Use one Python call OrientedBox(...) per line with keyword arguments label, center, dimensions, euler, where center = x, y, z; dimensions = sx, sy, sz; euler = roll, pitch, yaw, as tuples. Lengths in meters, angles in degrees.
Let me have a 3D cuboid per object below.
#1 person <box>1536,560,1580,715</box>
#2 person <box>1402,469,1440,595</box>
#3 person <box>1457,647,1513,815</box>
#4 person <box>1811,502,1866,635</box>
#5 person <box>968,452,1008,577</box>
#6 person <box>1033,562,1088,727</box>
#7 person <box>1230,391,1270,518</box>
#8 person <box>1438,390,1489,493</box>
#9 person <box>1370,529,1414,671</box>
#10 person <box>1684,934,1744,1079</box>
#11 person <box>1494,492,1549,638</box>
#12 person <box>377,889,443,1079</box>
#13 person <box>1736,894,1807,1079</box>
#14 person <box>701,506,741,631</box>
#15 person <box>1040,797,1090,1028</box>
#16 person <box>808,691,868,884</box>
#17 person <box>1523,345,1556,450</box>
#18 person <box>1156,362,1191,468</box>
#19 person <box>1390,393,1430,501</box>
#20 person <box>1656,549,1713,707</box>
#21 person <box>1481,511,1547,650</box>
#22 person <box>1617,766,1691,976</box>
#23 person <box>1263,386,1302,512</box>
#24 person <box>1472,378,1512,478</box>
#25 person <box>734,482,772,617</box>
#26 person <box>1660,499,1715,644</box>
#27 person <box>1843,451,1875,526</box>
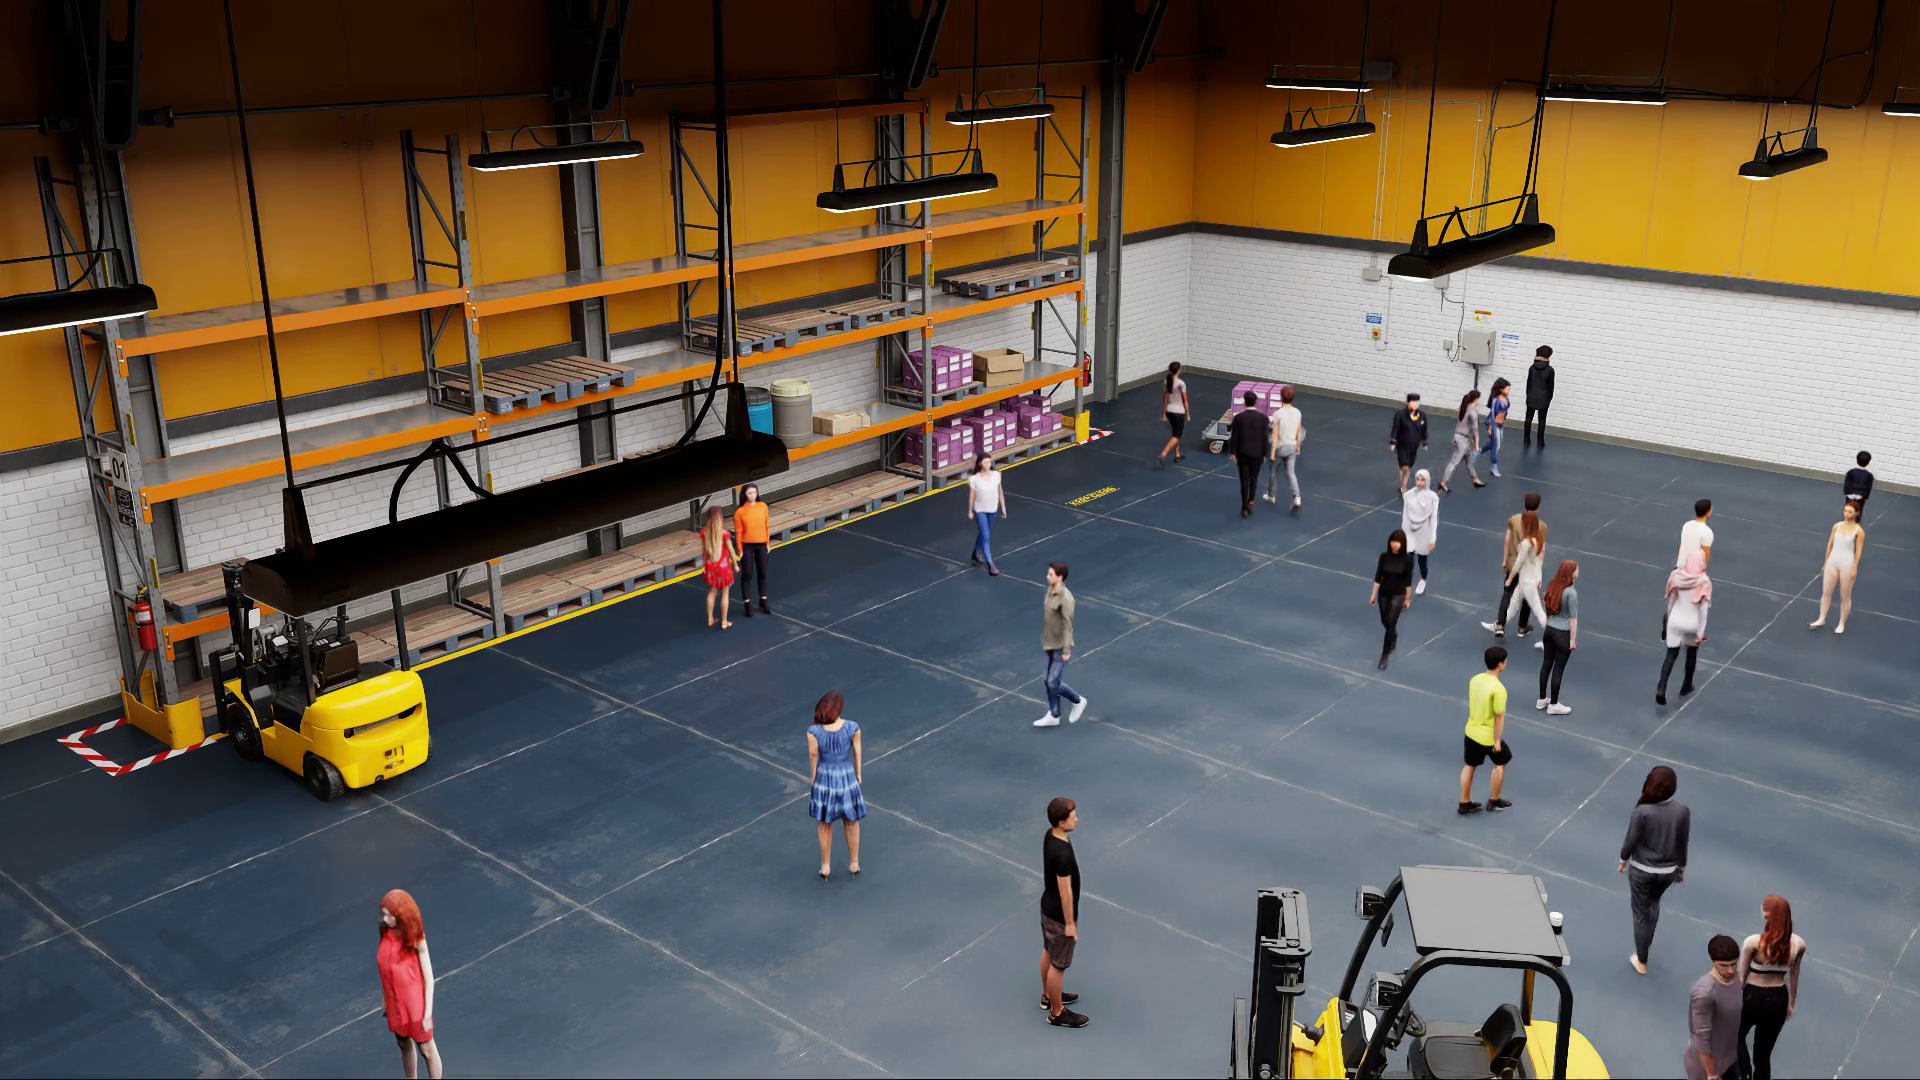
OrientedBox(label="person", center=(6.503, 1.040, 18.066), dimensions=(0.684, 1.742, 0.673), euler=(-7, 20, -19))
OrientedBox(label="person", center=(5.891, -0.049, 21.301), dimensions=(0.777, 1.742, 1.170), euler=(10, 21, 27))
OrientedBox(label="person", center=(4.920, 1.836, 15.777), dimensions=(0.890, 1.696, 0.811), euler=(-9, 21, -25))
OrientedBox(label="person", center=(10.799, 0.318, 20.364), dimensions=(0.532, 1.644, 0.576), euler=(-15, 24, -38))
OrientedBox(label="person", center=(0.306, -0.368, 22.417), dimensions=(1.114, 1.635, 0.901), euler=(-11, 22, -30))
OrientedBox(label="person", center=(1.114, 1.120, 17.660), dimensions=(0.976, 1.850, 0.899), euler=(-8, 20, -21))
OrientedBox(label="person", center=(4.298, -1.258, 24.719), dimensions=(1.025, 1.852, 1.146), euler=(2, 19, 7))
OrientedBox(label="person", center=(7.700, -1.474, 25.726), dimensions=(1.137, 1.618, 1.051), euler=(-3, 19, -10))
OrientedBox(label="person", center=(5.062, 0.643, 19.446), dimensions=(0.699, 1.613, 1.093), euler=(11, 21, 29))
OrientedBox(label="person", center=(4.878, 3.391, 10.949), dimensions=(0.752, 1.830, 0.837), euler=(-17, 25, -41))
OrientedBox(label="person", center=(6.728, 0.332, 20.024), dimensions=(0.700, 1.835, 0.995), euler=(15, 24, 38))
OrientedBox(label="person", center=(-3.798, 3.211, 11.487), dimensions=(0.628, 1.827, 0.557), euler=(11, 21, 29))
OrientedBox(label="person", center=(5.545, 3.278, 11.434), dimensions=(0.741, 1.735, 0.782), euler=(2, 19, 6))
OrientedBox(label="person", center=(-2.966, 0.350, 20.358), dimensions=(0.676, 1.589, 0.680), euler=(7, 20, 19))
OrientedBox(label="person", center=(0.751, 2.798, 12.661), dimensions=(0.807, 1.861, 0.761), euler=(-3, 19, -8))
OrientedBox(label="person", center=(-1.091, 2.162, 14.635), dimensions=(0.735, 1.806, 0.808), euler=(-3, 19, -7))
OrientedBox(label="person", center=(9.862, -2.441, 28.353), dimensions=(0.652, 1.774, 0.632), euler=(10, 21, 28))
OrientedBox(label="person", center=(3.496, -2.039, 27.241), dimensions=(1.122, 1.723, 0.780), euler=(-15, 24, -37))
OrientedBox(label="person", center=(6.884, -1.464, 25.633), dimensions=(0.900, 1.660, 0.963), euler=(-2, 19, -7))
OrientedBox(label="person", center=(7.892, 0.978, 18.203), dimensions=(0.614, 1.772, 1.111), euler=(15, 24, 37))
OrientedBox(label="person", center=(6.843, 0.519, 19.742), dimensions=(0.742, 1.662, 1.136), euler=(13, 22, 33))
OrientedBox(label="person", center=(5.554, 2.659, 13.237), dimensions=(0.809, 1.757, 0.867), euler=(0, 19, -1))
OrientedBox(label="person", center=(4.908, -1.331, 24.923), dimensions=(1.240, 1.861, 1.161), euler=(-5, 19, -16))
OrientedBox(label="person", center=(8.564, -1.830, 26.801), dimensions=(0.860, 1.608, 0.773), euler=(-15, 24, -38))
OrientedBox(label="person", center=(-2.606, 0.090, 20.878), dimensions=(0.598, 1.748, 0.743), euler=(-11, 22, -30))
OrientedBox(label="person", center=(8.669, 0.403, 19.902), dimensions=(0.889, 1.778, 0.808), euler=(-6, 20, -18))
OrientedBox(label="person", center=(12.938, -0.671, 23.977), dimensions=(0.629, 1.213, 0.724), euler=(5, 19, 15))
